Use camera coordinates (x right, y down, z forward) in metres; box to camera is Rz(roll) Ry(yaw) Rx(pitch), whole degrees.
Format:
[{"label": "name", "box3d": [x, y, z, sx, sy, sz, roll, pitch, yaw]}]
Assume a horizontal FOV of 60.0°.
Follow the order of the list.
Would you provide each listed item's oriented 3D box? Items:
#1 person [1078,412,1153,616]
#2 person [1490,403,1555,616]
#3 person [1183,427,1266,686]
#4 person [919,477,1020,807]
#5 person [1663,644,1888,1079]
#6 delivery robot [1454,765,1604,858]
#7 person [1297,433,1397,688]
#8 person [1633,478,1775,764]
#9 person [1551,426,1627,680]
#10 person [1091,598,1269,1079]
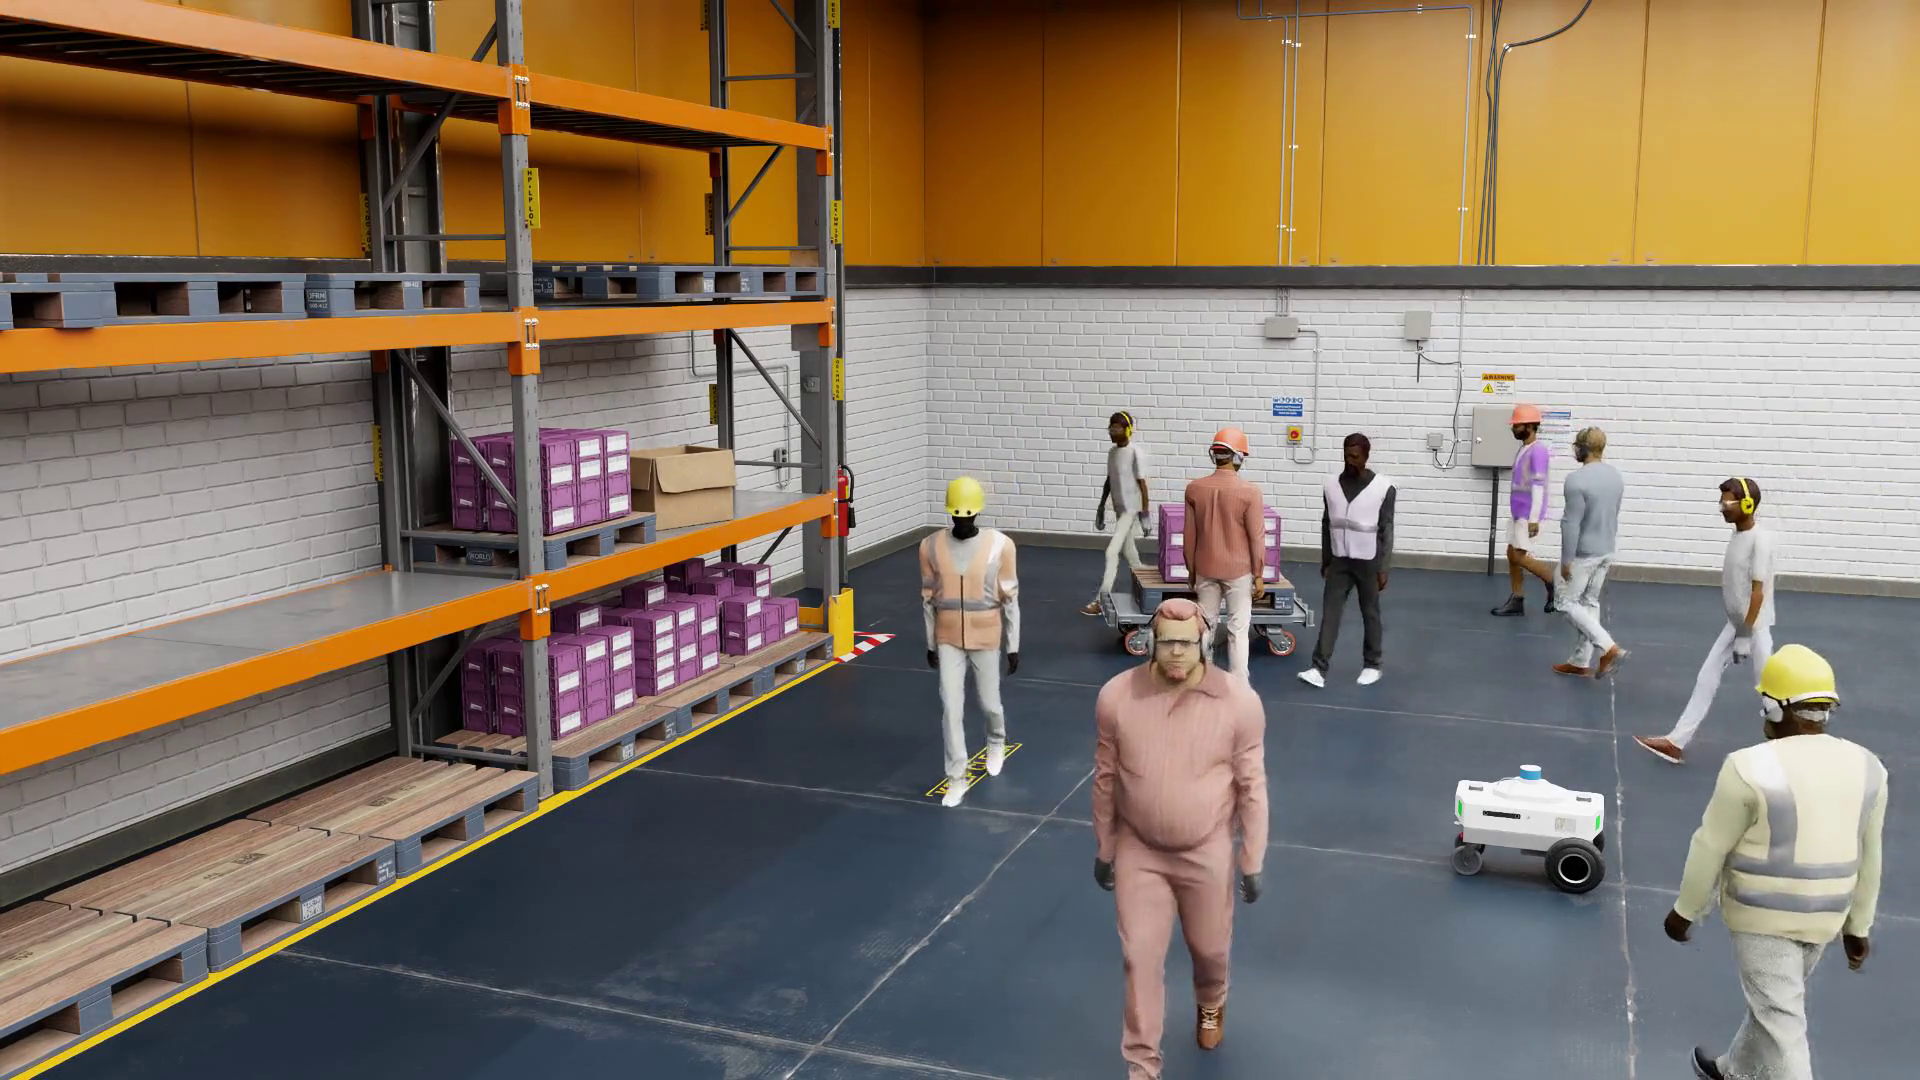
[{"label": "person", "box3d": [1.362, -0.225, 14.787, 0.883, 1.822, 0.590, -4, 10, -22]}, {"label": "person", "box3d": [5.046, -0.251, 14.679, 0.541, 1.914, 0.559, 0, 9, 0]}, {"label": "person", "box3d": [1.846, 0.213, 11.553, 0.610, 1.986, 0.392, 6, 11, 34]}, {"label": "person", "box3d": [0.076, 0.548, 9.742, 0.609, 1.894, 0.806, 2, 9, 13]}, {"label": "person", "box3d": [2.745, 1.235, 5.719, 0.609, 1.787, 0.883, -2, 9, -14]}, {"label": "delivery robot", "box3d": [2.870, 1.381, 8.403, 0.707, 0.478, 0.477, 3, 10, 20]}, {"label": "person", "box3d": [2.841, 0.180, 12.177, 0.626, 1.856, 0.888, 8, 12, 40]}, {"label": "person", "box3d": [4.715, 0.529, 10.139, 1.014, 1.800, 0.566, 0, 9, 3]}, {"label": "person", "box3d": [4.710, 0.120, 12.336, 0.631, 1.927, 0.593, -6, 11, -35]}, {"label": "person", "box3d": [0.812, 1.123, 6.194, 0.659, 1.877, 0.905, 2, 9, 12]}]
